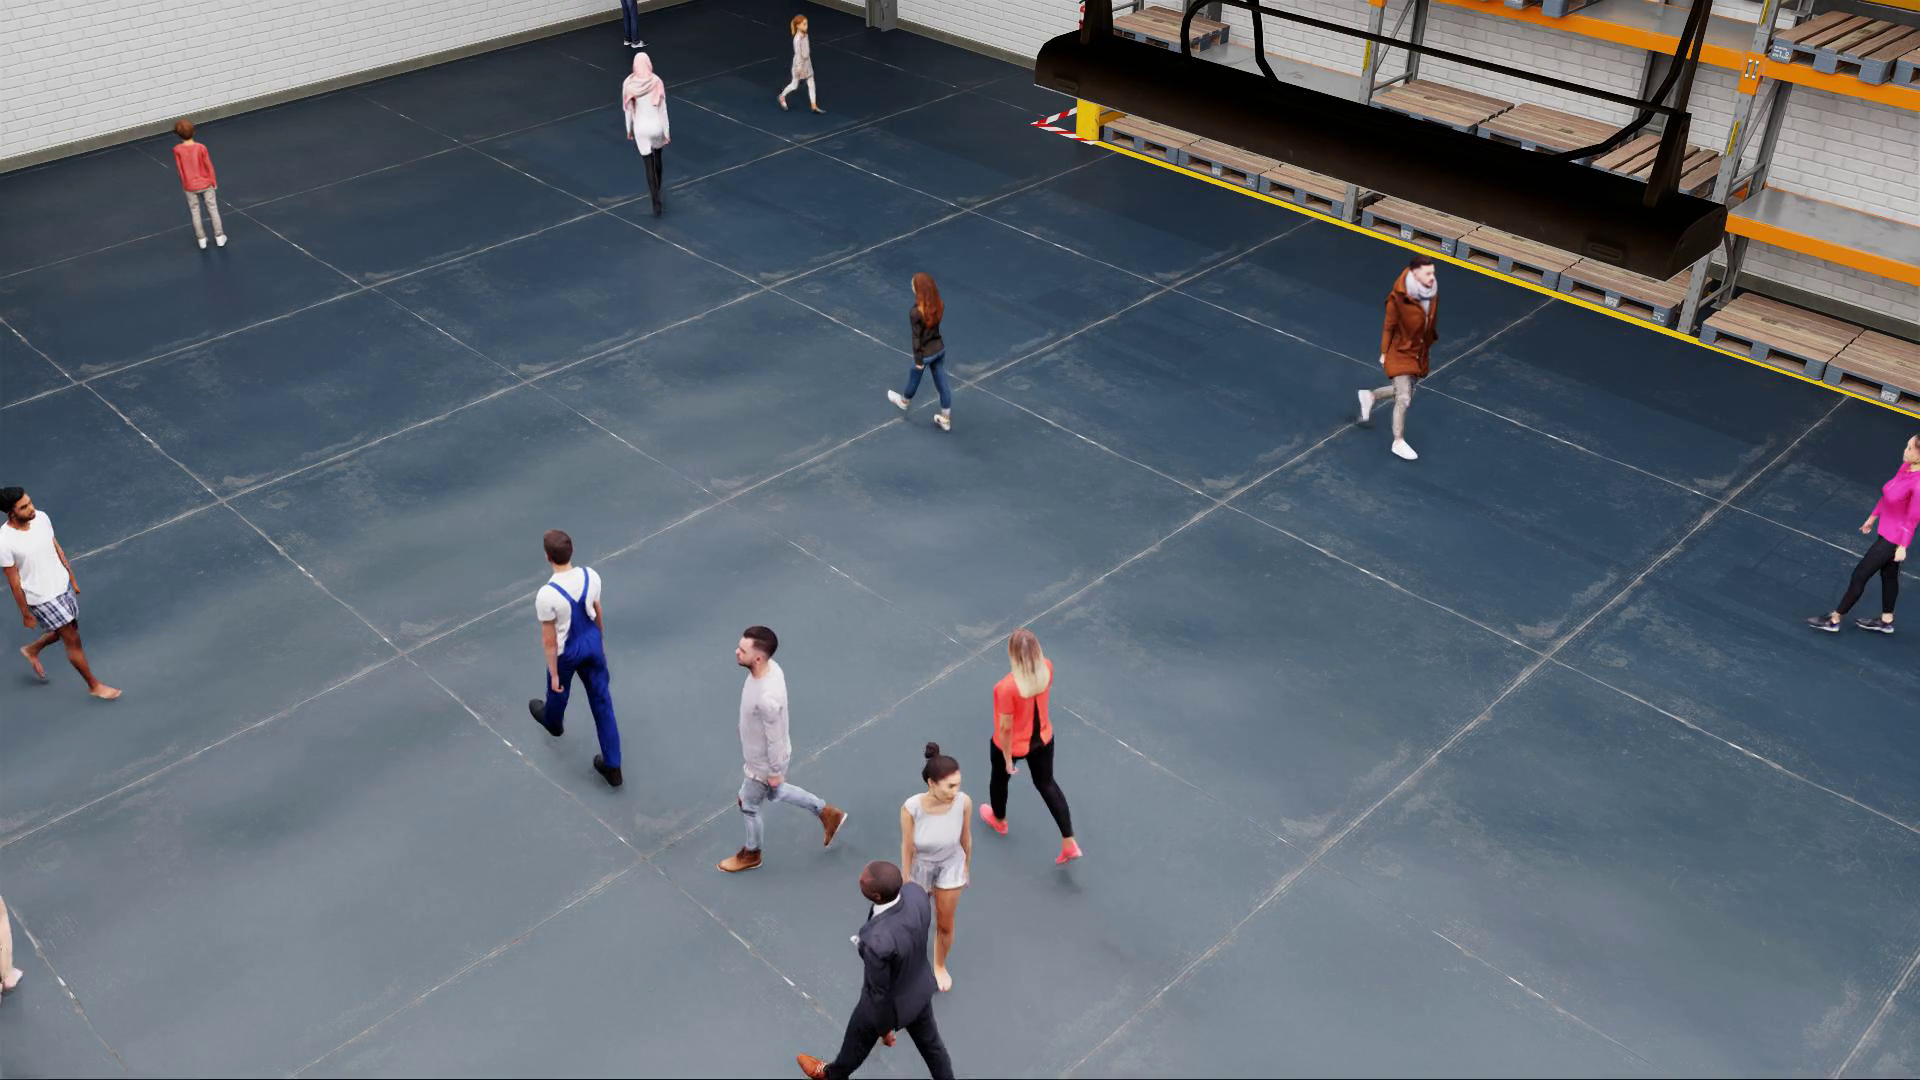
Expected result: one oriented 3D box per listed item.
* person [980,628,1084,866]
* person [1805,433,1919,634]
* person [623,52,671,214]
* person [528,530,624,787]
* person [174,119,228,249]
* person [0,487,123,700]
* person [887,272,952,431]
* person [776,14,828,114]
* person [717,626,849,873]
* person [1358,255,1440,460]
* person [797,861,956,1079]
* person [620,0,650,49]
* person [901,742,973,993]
[{"bbox_3d":[0.455,1.283,10.122,0.712,1.666,1.135,-22,39,-29],"label":"person"},{"bbox_3d":[6.858,-0.006,12.051,0.984,1.678,0.841,8,35,12],"label":"person"},{"bbox_3d":[-3.525,-4.579,18.865,1.071,1.751,1.262,-6,34,-9],"label":"person"},{"bbox_3d":[-2.413,0.804,10.720,0.719,1.803,1.208,-26,41,-33],"label":"person"},{"bbox_3d":[-8.306,-3.885,18.124,0.579,1.415,0.597,-10,35,-14],"label":"person"},{"bbox_3d":[-6.373,0.360,11.478,1.131,1.703,0.994,6,34,9],"label":"person"},{"bbox_3d":[-0.222,-1.640,14.721,0.563,1.444,0.928,-28,42,-35],"label":"person"},{"bbox_3d":[-2.129,-6.218,21.747,0.997,1.291,0.751,14,36,20],"label":"person"},{"bbox_3d":[-1.090,1.262,10.016,1.117,1.819,1.136,-6,34,-9],"label":"person"},{"bbox_3d":[3.789,-1.626,14.366,0.840,1.812,1.126,-20,38,-27],"label":"person"},{"bbox_3d":[-0.245,2.343,8.428,1.249,1.775,0.854,20,38,27],"label":"person"},{"bbox_3d":[-4.823,-7.981,24.154,0.598,1.562,0.464,-27,42,-34],"label":"person"},{"bbox_3d":[-0.156,1.792,9.412,0.841,1.604,0.946,-5,34,-7],"label":"person"}]
